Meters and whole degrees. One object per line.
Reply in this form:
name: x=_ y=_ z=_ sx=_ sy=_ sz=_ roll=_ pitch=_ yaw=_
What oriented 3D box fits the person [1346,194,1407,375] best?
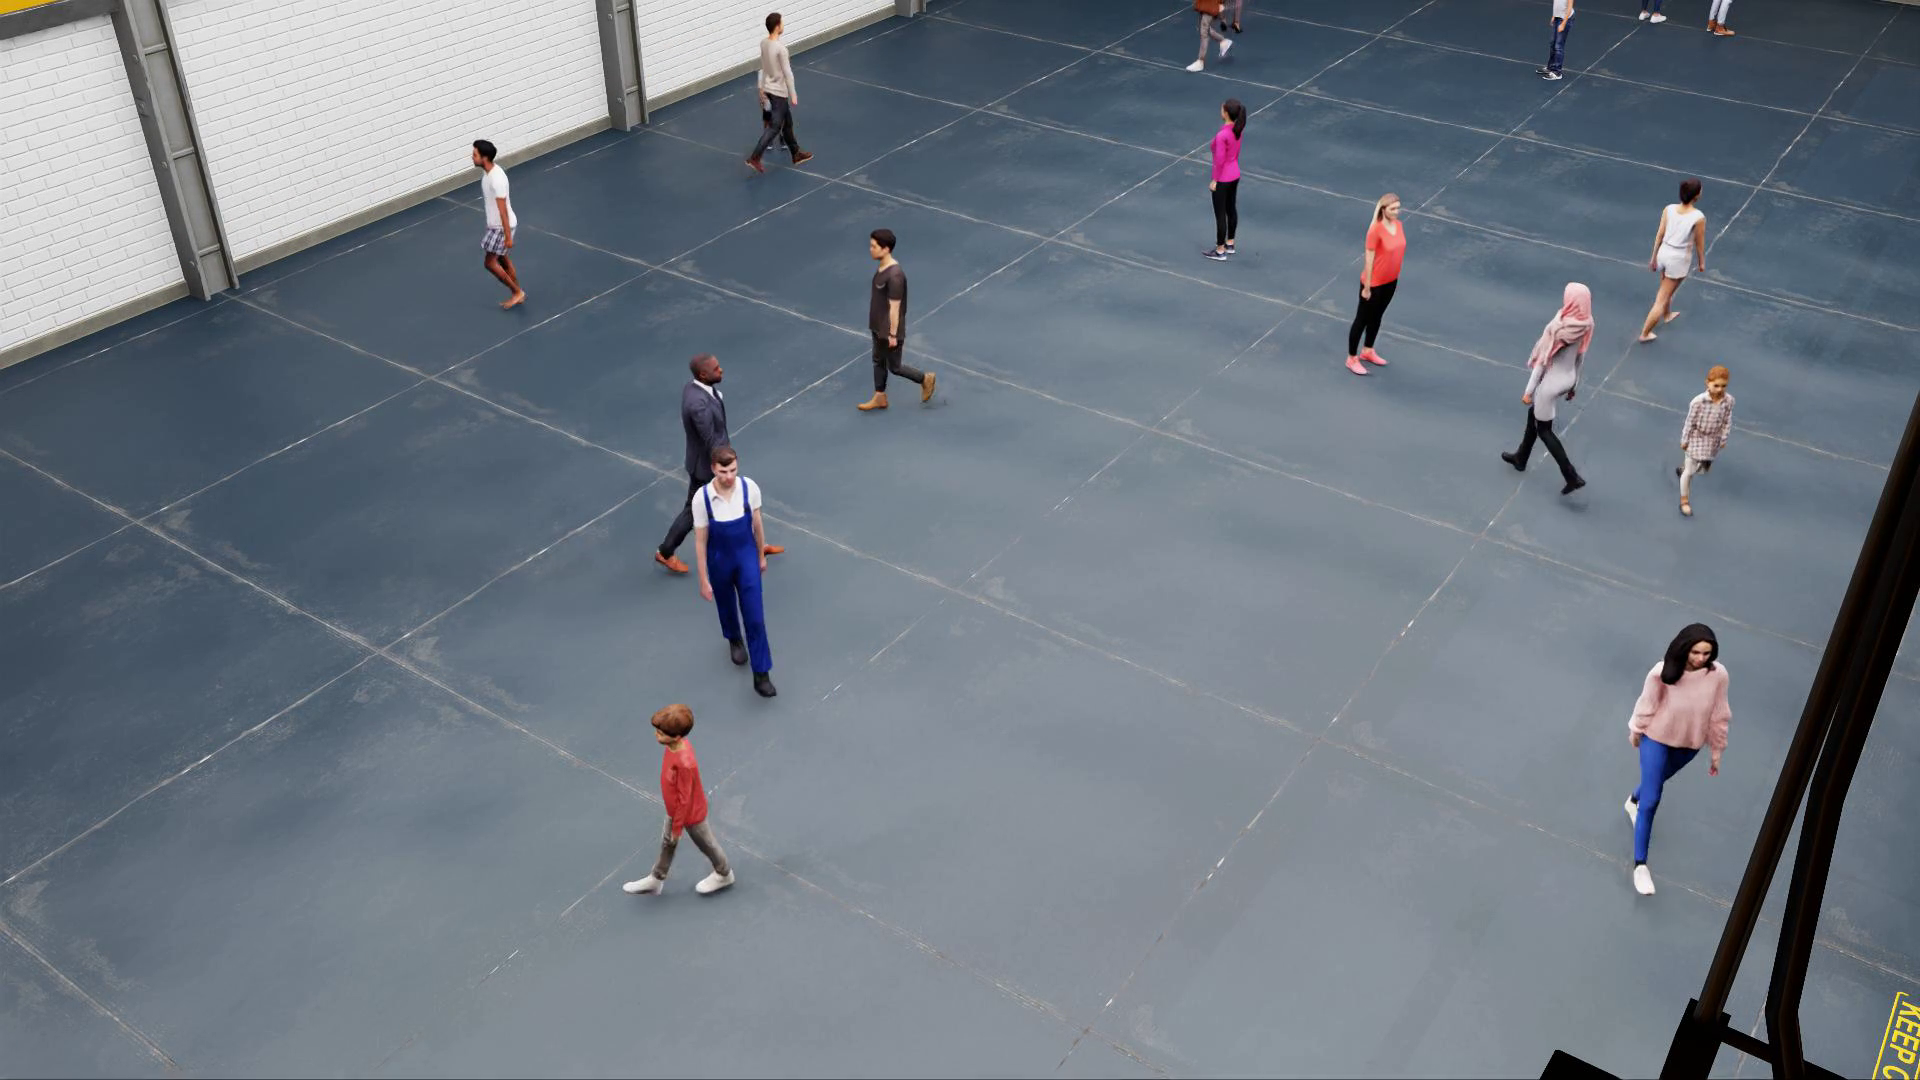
person: x=3.812 y=-2.359 z=15.194 sx=0.553 sy=1.694 sz=0.704 roll=-25 pitch=41 yaw=-33

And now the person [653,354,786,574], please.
person: x=-1.954 y=-0.531 z=12.355 sx=1.226 sy=1.793 sz=1.244 roll=-2 pitch=34 yaw=-3

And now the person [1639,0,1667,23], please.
person: x=10.313 y=-8.531 z=24.405 sx=0.641 sy=1.777 sz=0.676 roll=-22 pitch=39 yaw=-29

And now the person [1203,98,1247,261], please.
person: x=2.772 y=-3.758 z=17.296 sx=0.650 sy=1.698 sz=0.514 roll=25 pitch=41 yaw=32

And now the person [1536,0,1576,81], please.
person: x=8.075 y=-6.992 z=22.284 sx=0.692 sy=1.562 sz=0.618 roll=-1 pitch=34 yaw=-2

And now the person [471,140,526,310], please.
person: x=-4.418 y=-3.079 z=16.262 sx=0.789 sy=1.712 sz=0.770 roll=-14 pitch=36 yaw=-20

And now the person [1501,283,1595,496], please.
person: x=4.824 y=-1.179 z=13.348 sx=1.165 sy=1.772 sz=1.022 roll=-18 pitch=38 yaw=-25

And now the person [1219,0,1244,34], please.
person: x=3.950 y=-8.164 z=23.949 sx=0.609 sy=1.671 sz=0.542 roll=25 pitch=41 yaw=32

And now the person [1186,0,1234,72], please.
person: x=3.439 y=-7.292 z=22.506 sx=1.190 sy=1.816 sz=1.002 roll=-17 pitch=37 yaw=-23

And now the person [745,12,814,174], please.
person: x=-2.176 y=-5.136 z=19.247 sx=1.273 sy=1.834 sz=0.917 roll=-23 pitch=40 yaw=-30

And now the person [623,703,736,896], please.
person: x=-1.513 y=1.518 z=9.634 sx=0.957 sy=1.392 sz=0.798 roll=-14 pitch=36 yaw=-20

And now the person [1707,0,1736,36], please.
person: x=11.099 y=-8.225 z=23.887 sx=0.814 sy=1.840 sz=0.752 roll=-5 pitch=34 yaw=-8

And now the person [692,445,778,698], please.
person: x=-1.580 y=0.101 z=11.385 sx=1.155 sy=1.814 sz=1.142 roll=-10 pitch=35 yaw=-15

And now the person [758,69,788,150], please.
person: x=-2.263 y=-5.365 z=20.112 sx=0.565 sy=1.257 sz=0.622 roll=-4 pitch=34 yaw=-7

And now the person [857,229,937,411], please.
person: x=-0.553 y=-1.896 z=14.494 sx=1.058 sy=1.699 sz=0.921 roll=-12 pitch=35 yaw=-17

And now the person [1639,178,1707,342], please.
person: x=6.671 y=-2.599 z=15.658 sx=1.007 sy=1.581 sz=0.779 roll=-20 pitch=38 yaw=-27

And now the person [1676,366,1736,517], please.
person: x=5.902 y=-0.842 z=13.270 sx=0.728 sy=1.298 sz=0.812 roll=-1 pitch=34 yaw=-1

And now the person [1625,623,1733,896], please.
person: x=4.203 y=1.165 z=9.880 sx=1.031 sy=1.709 sz=1.239 roll=2 pitch=34 yaw=4
